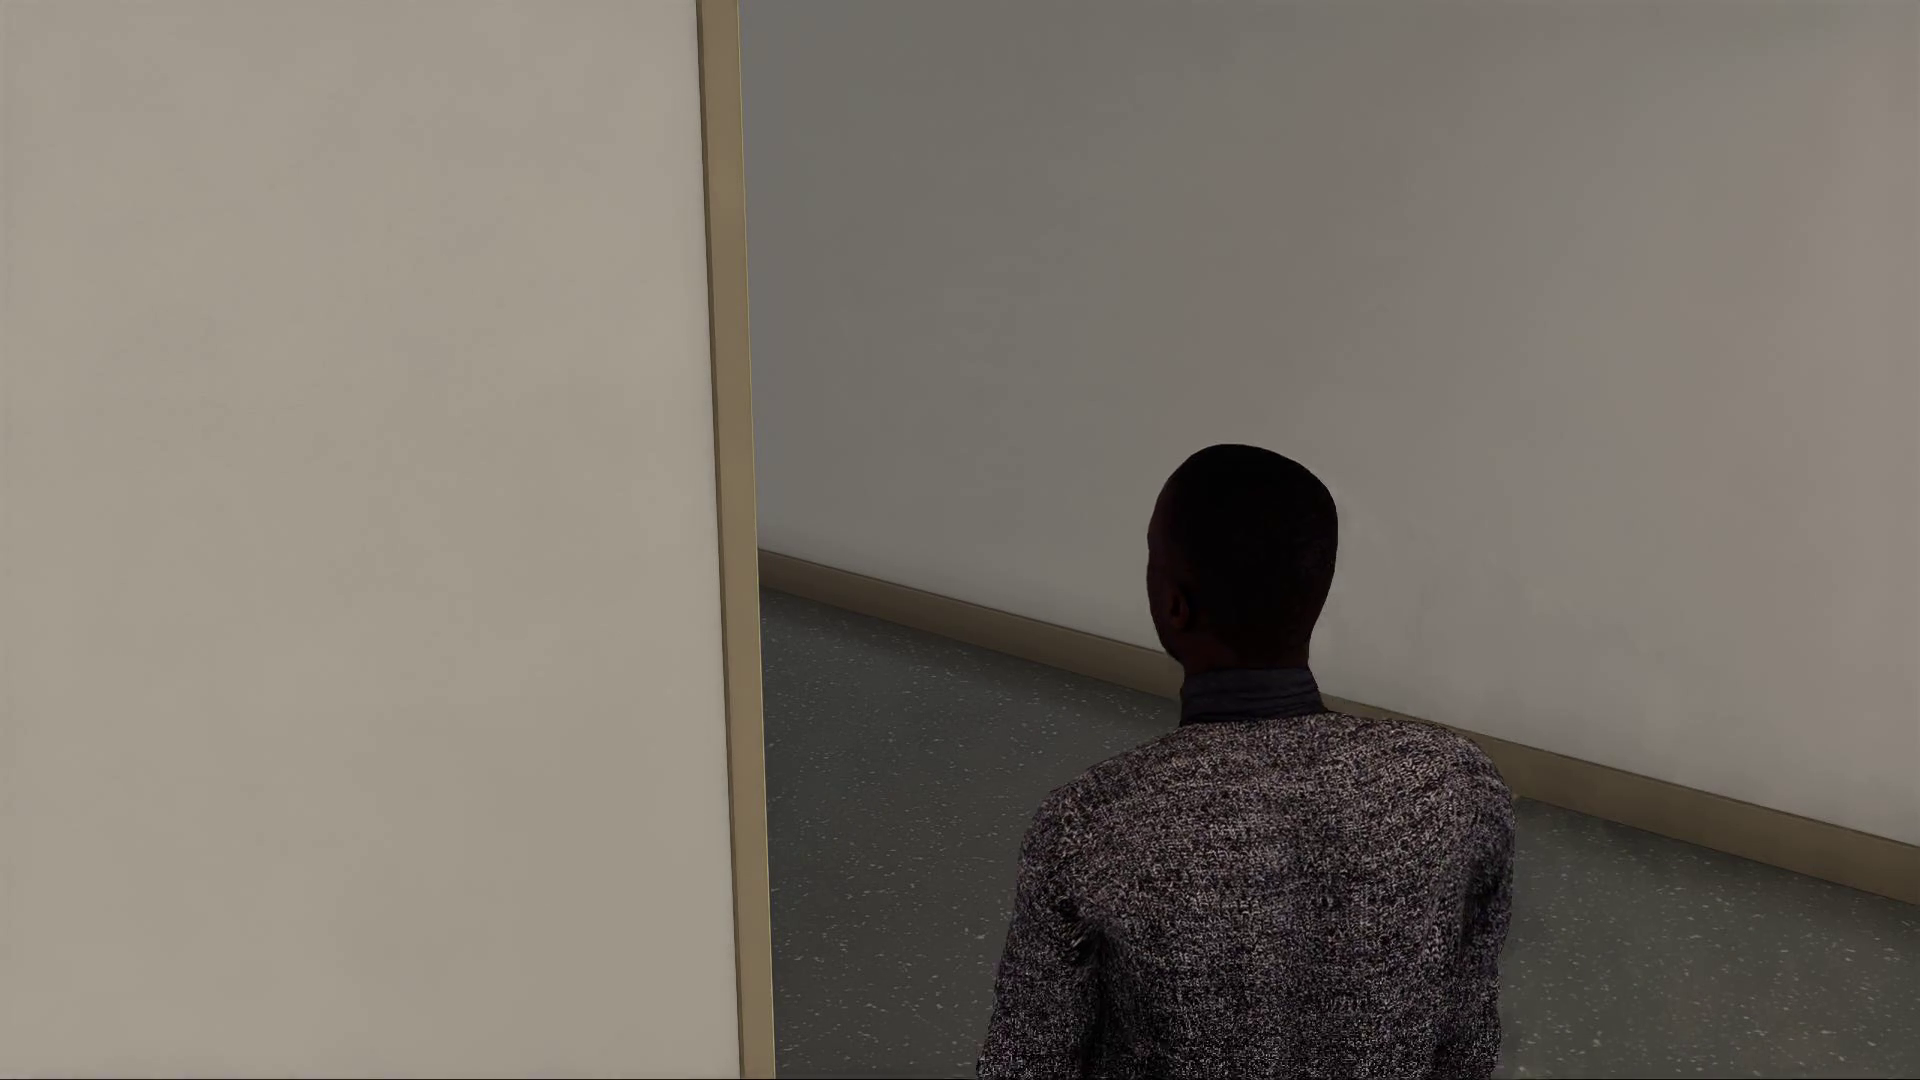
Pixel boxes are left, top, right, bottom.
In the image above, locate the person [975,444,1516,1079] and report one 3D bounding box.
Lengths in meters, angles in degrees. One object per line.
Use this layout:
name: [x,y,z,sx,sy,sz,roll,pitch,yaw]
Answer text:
person: [0.333,0.846,1.647,1.094,1.803,1.007,-7,17,-24]
